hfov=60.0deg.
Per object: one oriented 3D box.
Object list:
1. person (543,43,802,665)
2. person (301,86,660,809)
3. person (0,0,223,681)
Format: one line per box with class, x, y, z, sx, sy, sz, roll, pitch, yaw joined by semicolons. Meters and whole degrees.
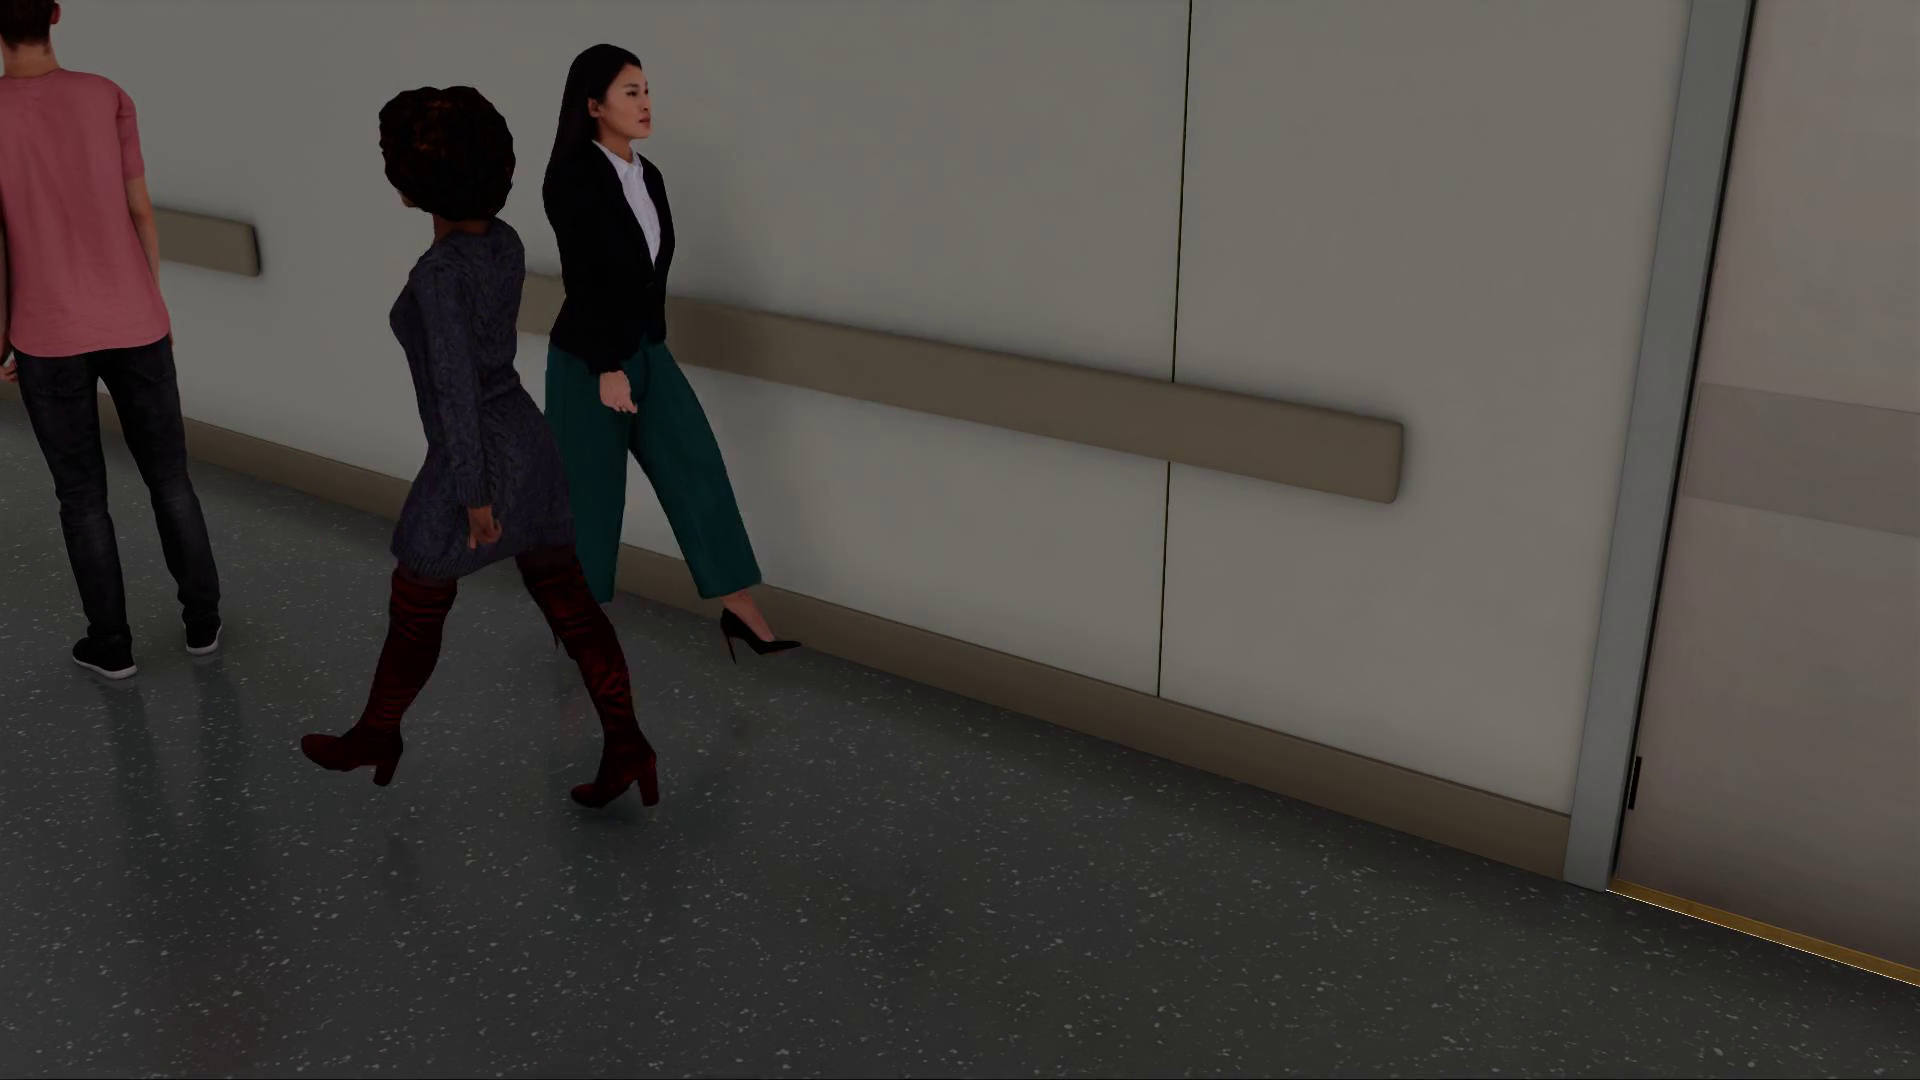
person;-1.016;-0.431;4.506;0.747;1.706;0.958;11;23;26
person;-0.964;-0.120;3.731;0.908;1.673;1.098;5;21;13
person;-2.377;-0.575;4.530;0.597;1.958;0.757;-15;26;-35
